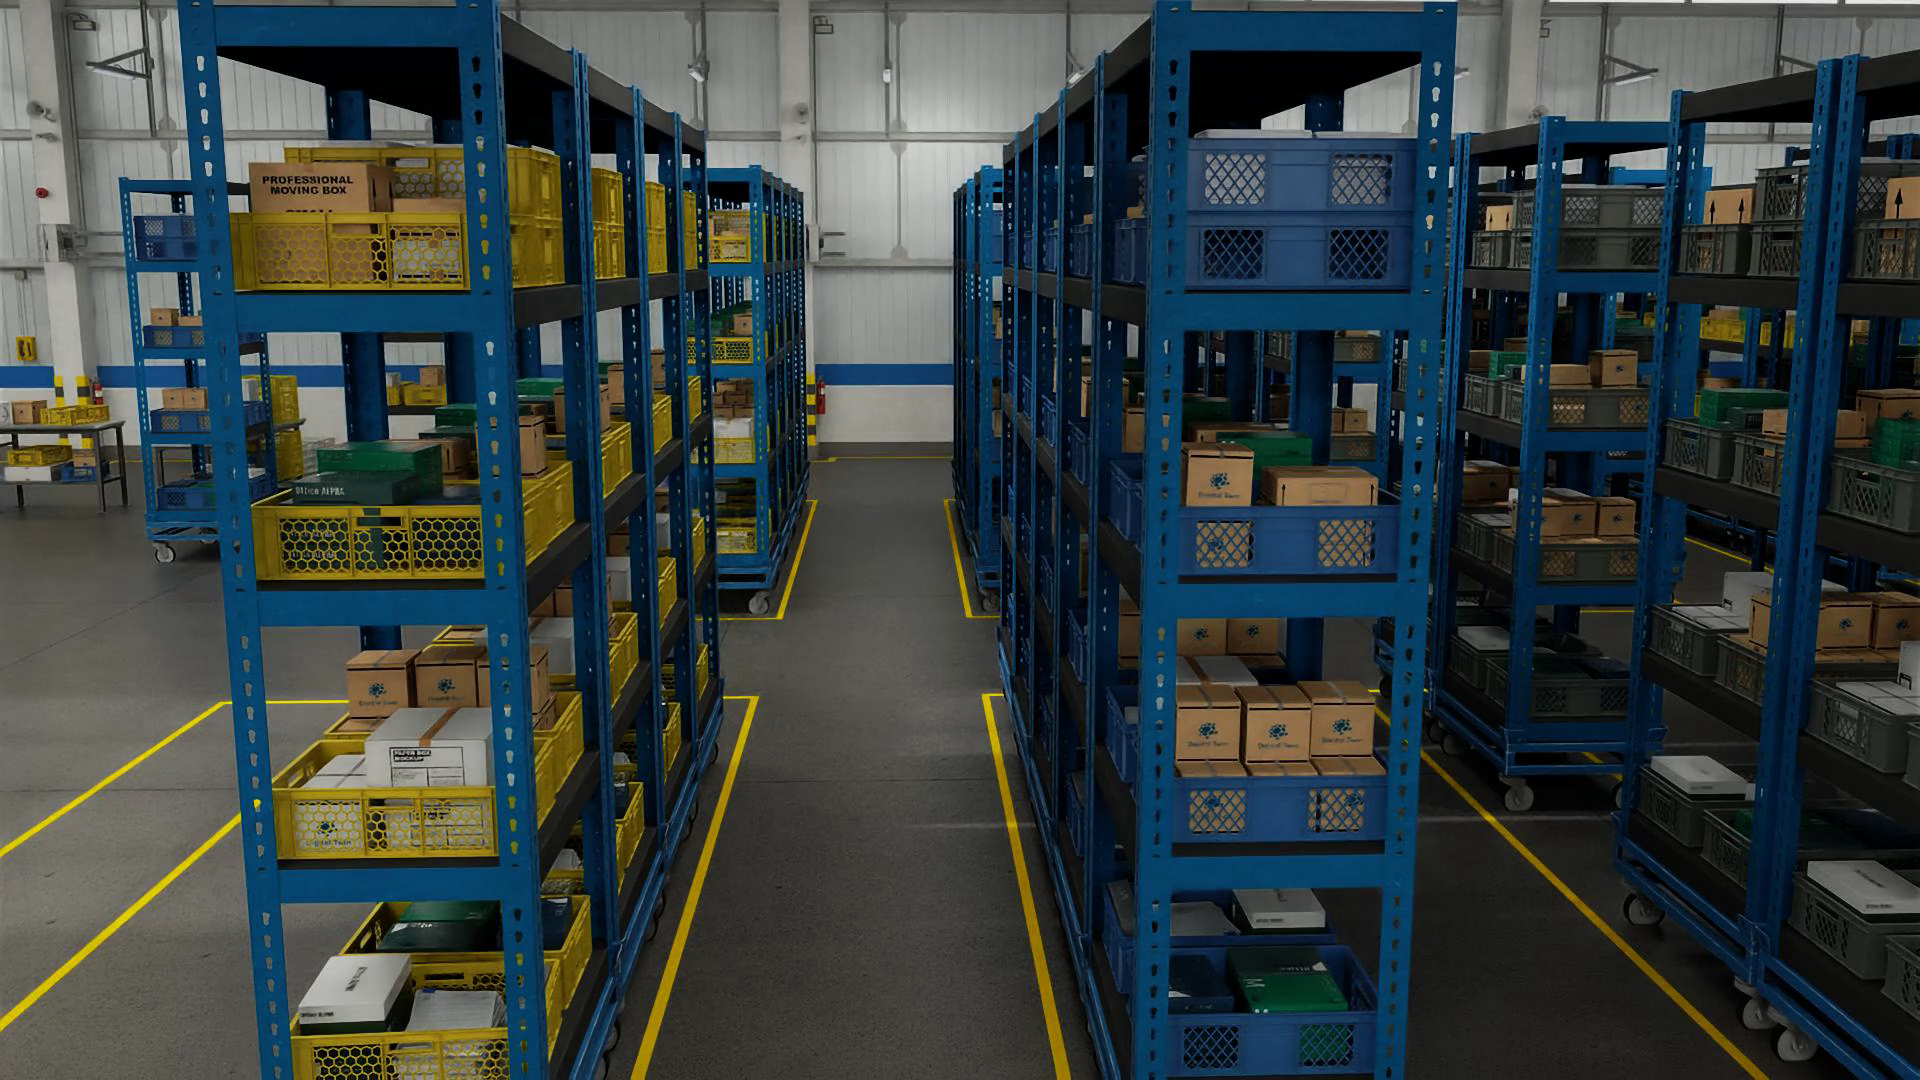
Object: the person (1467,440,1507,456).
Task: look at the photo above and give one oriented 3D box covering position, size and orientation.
[{"bbox_3d":[6.835,-1.672,21.379,0.771,1.809,0.600,-3,10,-14],"label":"person"}]
